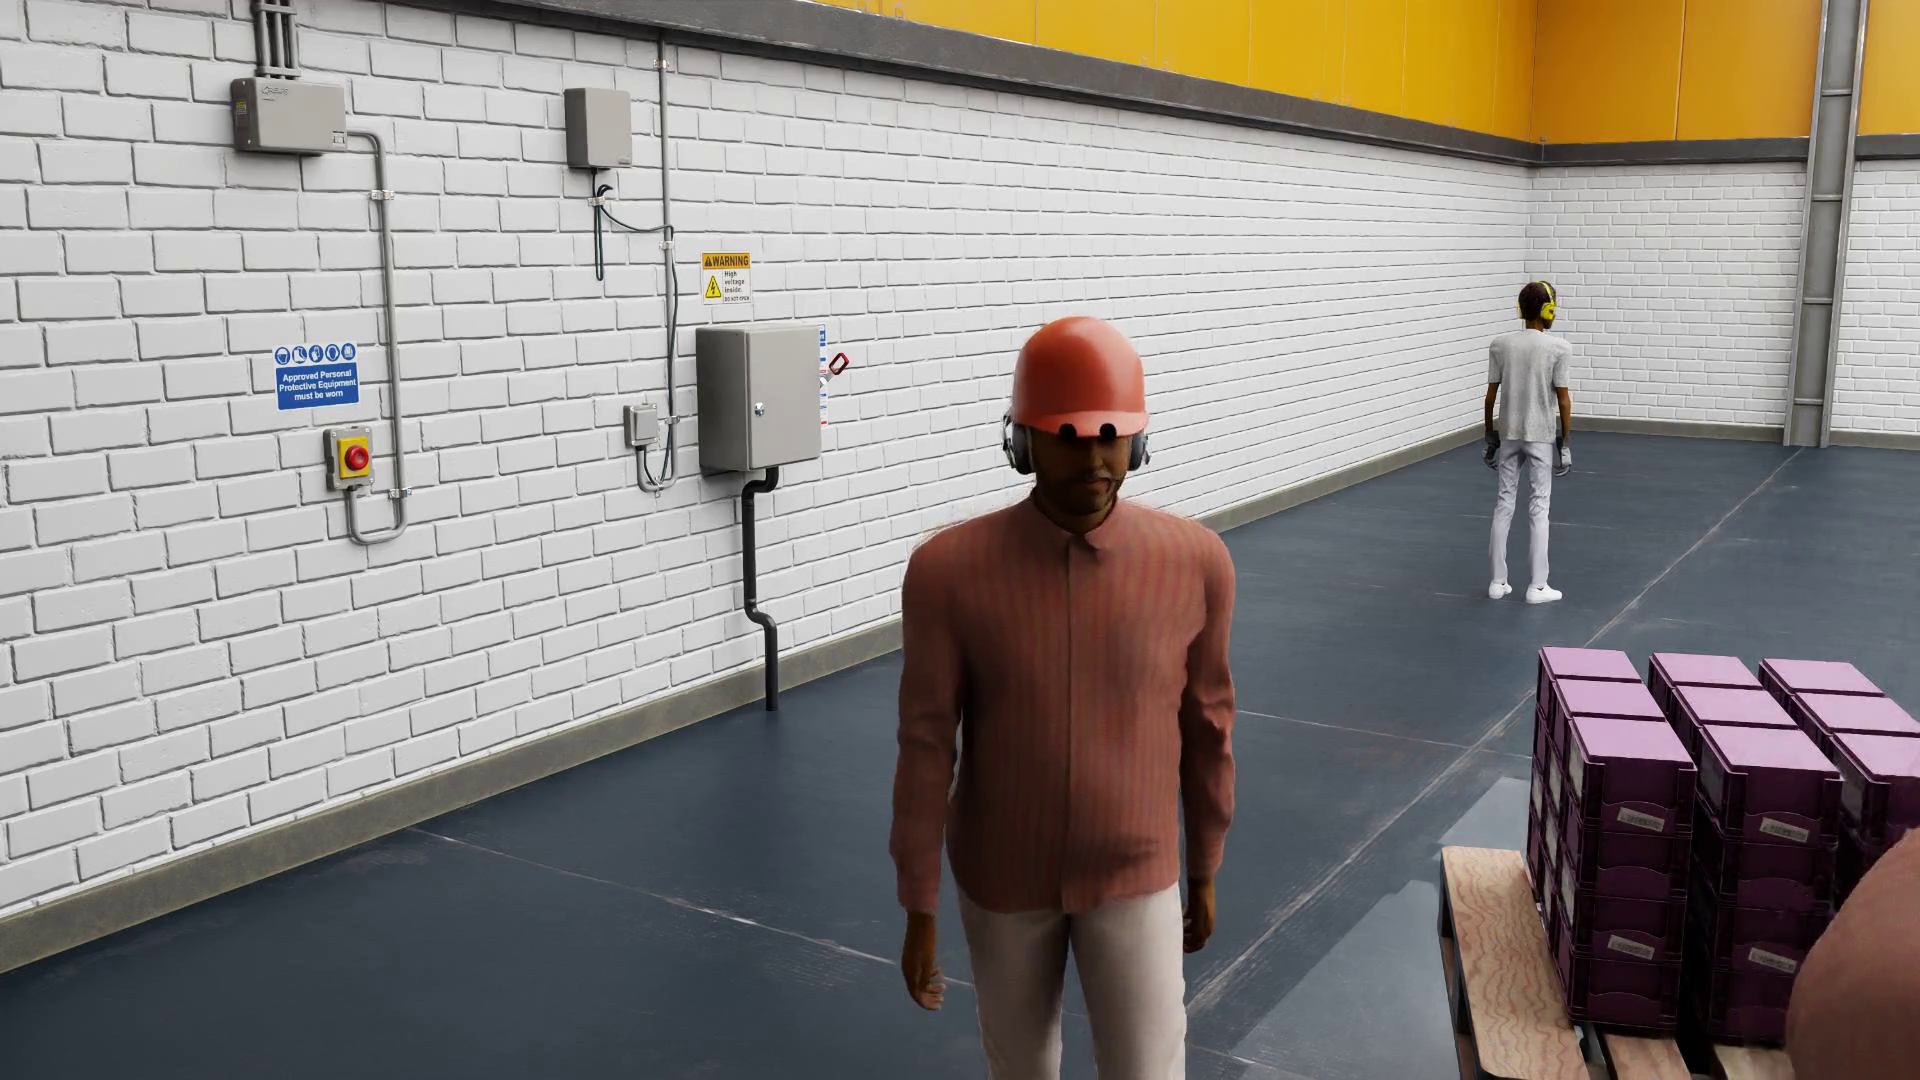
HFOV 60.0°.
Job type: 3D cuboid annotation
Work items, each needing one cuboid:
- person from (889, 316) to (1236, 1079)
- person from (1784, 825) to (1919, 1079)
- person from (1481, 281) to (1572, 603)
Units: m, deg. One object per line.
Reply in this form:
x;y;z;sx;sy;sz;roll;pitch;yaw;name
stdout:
0.186;0.601;2.913;0.629;1.969;0.593;0;10;-1;person
1.002;0.903;1.559;0.640;1.861;0.892;-6;12;-28;person
3.304;-0.564;9.691;0.534;1.861;0.309;9;13;40;person
